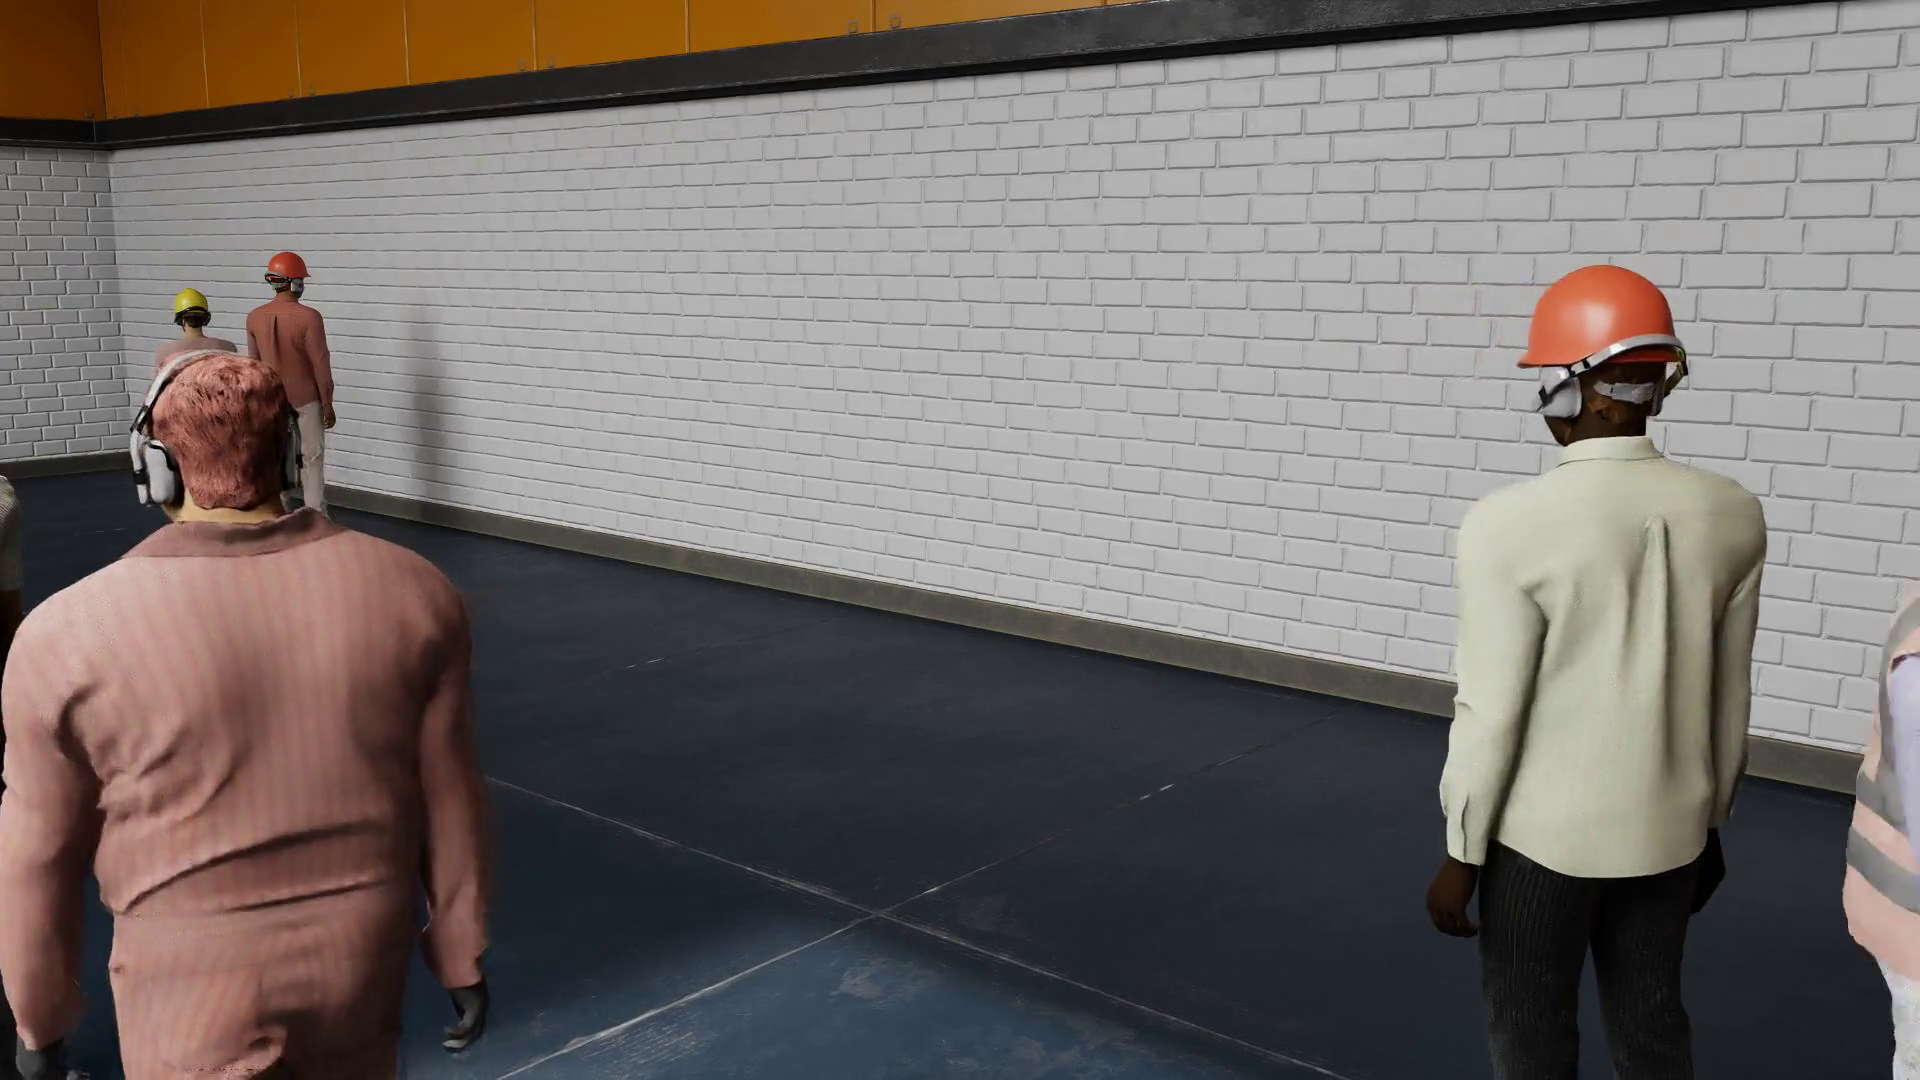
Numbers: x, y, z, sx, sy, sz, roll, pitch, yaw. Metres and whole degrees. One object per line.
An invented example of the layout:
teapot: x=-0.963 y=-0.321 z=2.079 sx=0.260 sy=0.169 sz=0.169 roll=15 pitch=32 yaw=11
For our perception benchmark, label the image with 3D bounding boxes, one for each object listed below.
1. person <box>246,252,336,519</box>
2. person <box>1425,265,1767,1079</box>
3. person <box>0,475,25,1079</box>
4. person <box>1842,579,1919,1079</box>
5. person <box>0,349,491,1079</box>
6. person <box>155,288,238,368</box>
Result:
person: x=-4.524 y=-0.950 z=11.320 sx=0.611 sy=1.996 sz=0.379 roll=3 pitch=10 yaw=15
person: x=1.122 y=0.511 z=3.007 sx=0.622 sy=1.990 sz=0.402 roll=-3 pitch=10 yaw=-17
person: x=-2.301 y=0.467 z=3.677 sx=0.345 sy=1.847 sz=0.508 roll=5 pitch=11 yaw=26
person: x=1.666 y=0.667 z=2.686 sx=0.433 sy=1.814 sz=0.660 roll=7 pitch=12 yaw=34
person: x=-1.143 y=0.640 z=2.627 sx=0.662 sy=1.866 sz=0.905 roll=-8 pitch=13 yaw=-39
person: x=-4.841 y=-0.714 z=10.623 sx=0.316 sy=1.769 sz=0.523 roll=10 pitch=14 yaw=44
